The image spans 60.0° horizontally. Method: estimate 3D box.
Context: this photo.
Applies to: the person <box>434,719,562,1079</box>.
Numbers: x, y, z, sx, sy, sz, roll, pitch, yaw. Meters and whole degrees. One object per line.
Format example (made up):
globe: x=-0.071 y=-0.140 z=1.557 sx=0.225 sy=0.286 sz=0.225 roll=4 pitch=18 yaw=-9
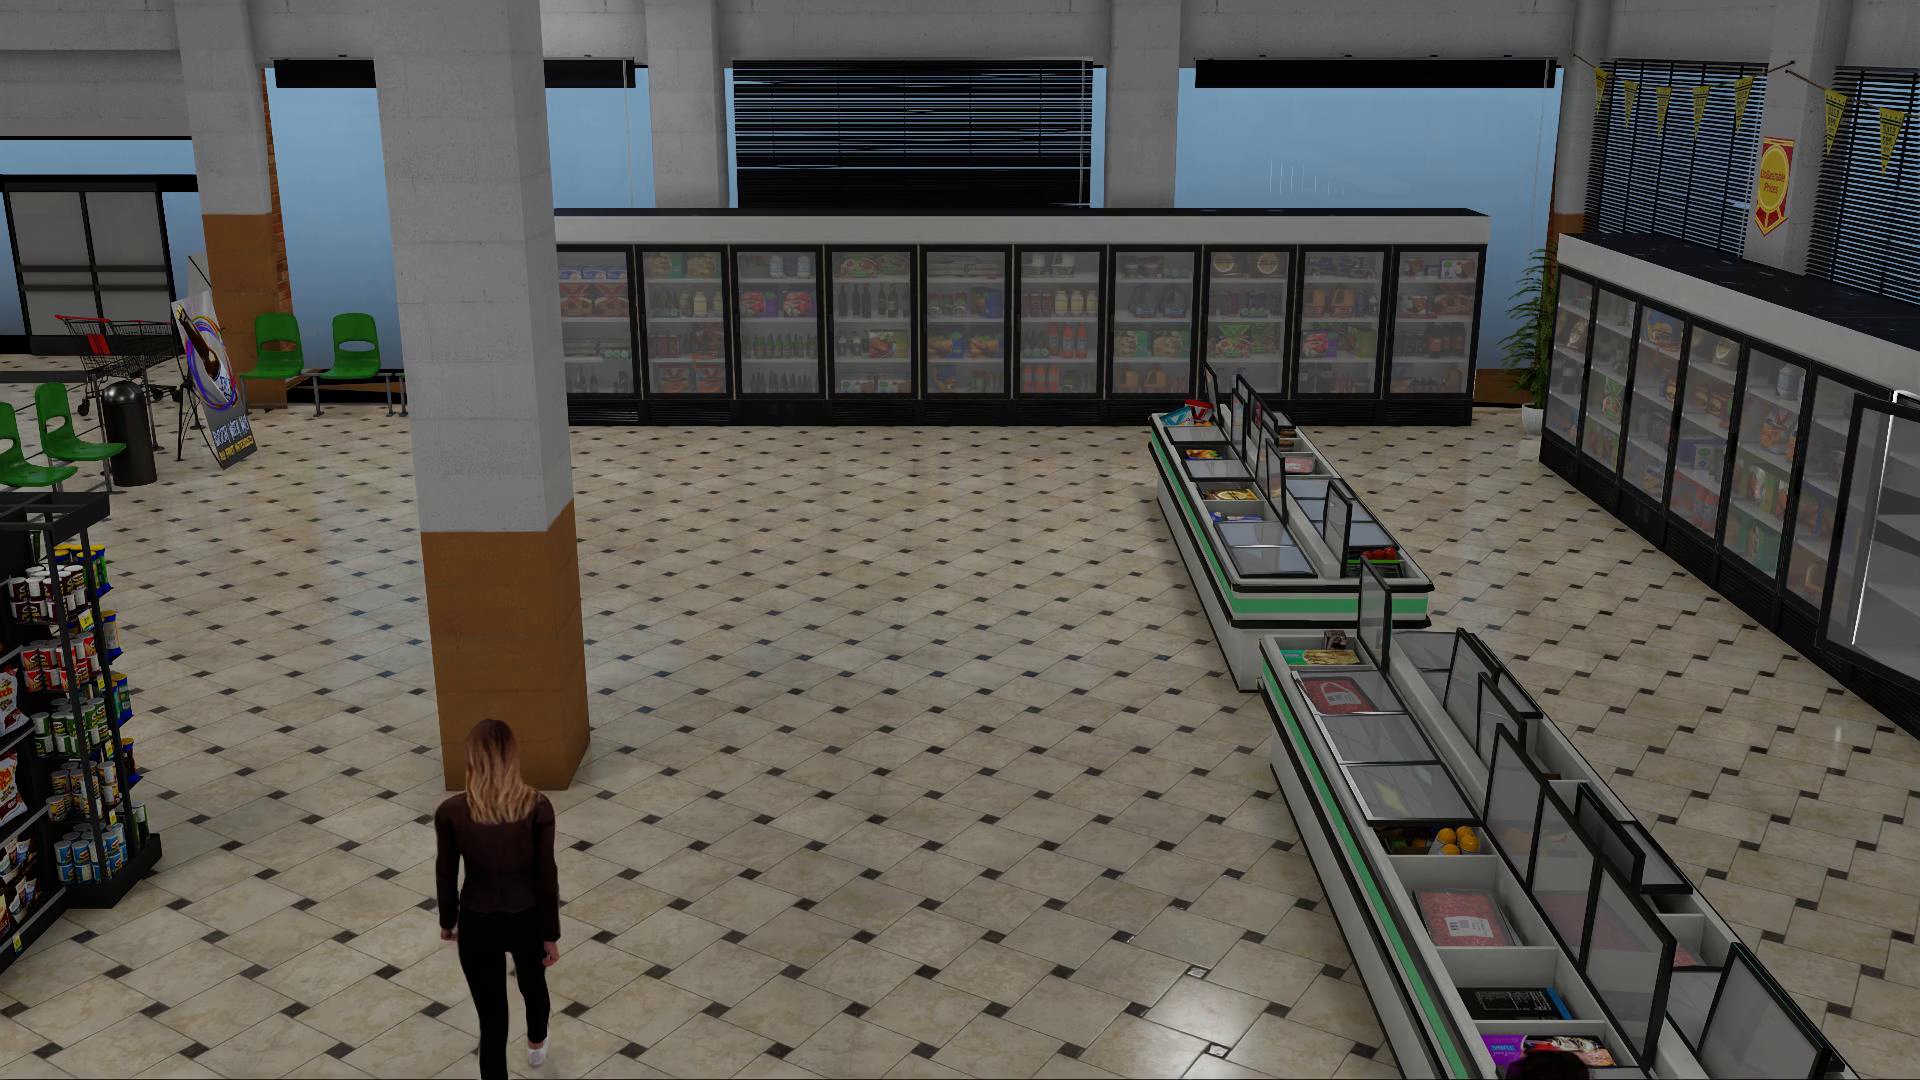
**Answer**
person: x=-1.753 y=1.549 z=6.344 sx=0.804 sy=1.655 sz=1.170 roll=-4 pitch=17 yaw=-13
